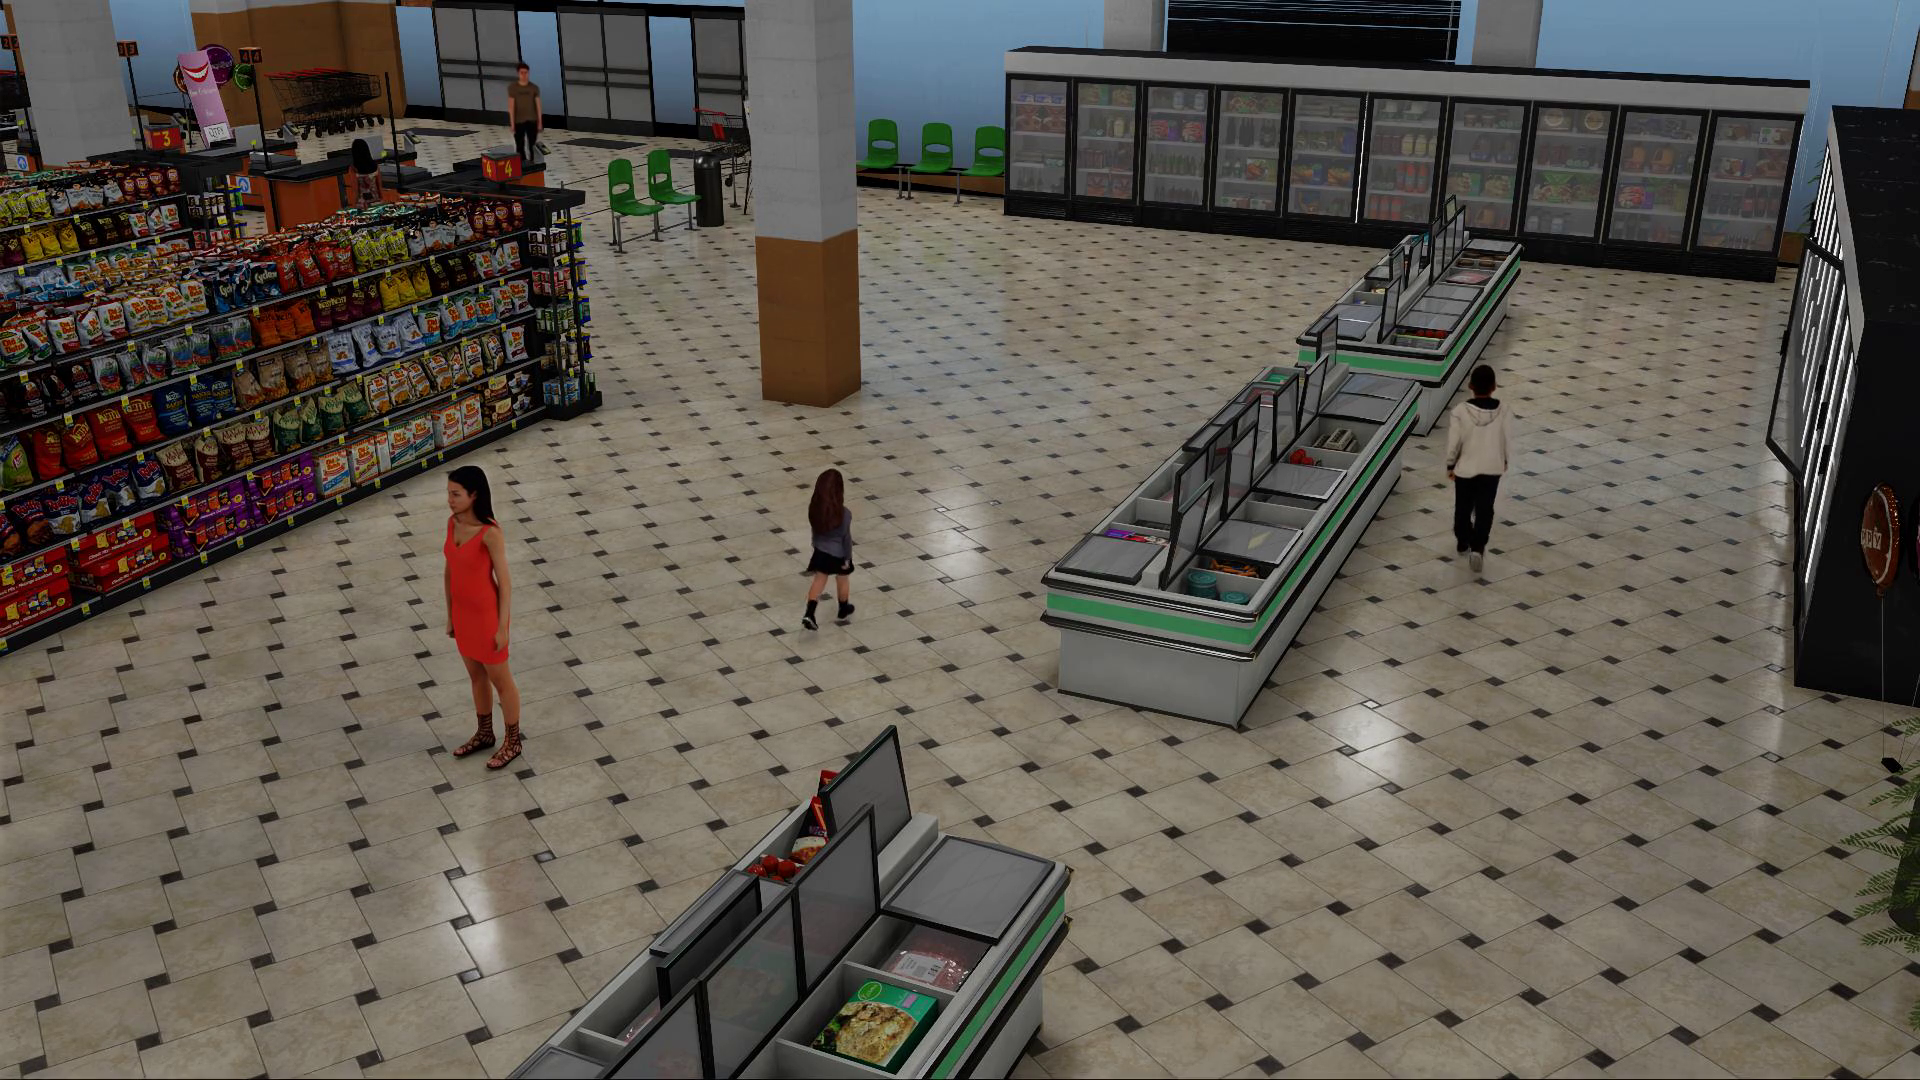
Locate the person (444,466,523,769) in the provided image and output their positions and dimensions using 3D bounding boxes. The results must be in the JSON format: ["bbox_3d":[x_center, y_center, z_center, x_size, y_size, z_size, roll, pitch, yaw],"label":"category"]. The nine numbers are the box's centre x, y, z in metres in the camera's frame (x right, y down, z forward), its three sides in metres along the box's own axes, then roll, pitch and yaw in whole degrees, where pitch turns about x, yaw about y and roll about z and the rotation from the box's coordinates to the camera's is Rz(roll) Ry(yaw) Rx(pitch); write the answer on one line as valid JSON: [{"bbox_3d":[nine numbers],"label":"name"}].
[{"bbox_3d":[-2.620,0.413,9.090,0.611,1.719,0.546,13,25,29],"label":"person"}]

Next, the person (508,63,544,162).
[{"bbox_3d":[-6.932,-6.654,26.517,0.993,1.839,1.063,-7,23,-17],"label":"person"}]

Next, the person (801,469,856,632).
[{"bbox_3d":[-0.870,0.070,10.783,0.489,1.094,0.754,9,23,21],"label":"person"}]

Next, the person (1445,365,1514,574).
[{"bbox_3d":[3.653,-0.490,11.715,0.649,1.437,0.951,7,23,18],"label":"person"}]

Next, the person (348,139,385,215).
[{"bbox_3d":[-7.252,-4.085,20.386,0.753,1.645,0.540,16,27,34],"label":"person"}]
